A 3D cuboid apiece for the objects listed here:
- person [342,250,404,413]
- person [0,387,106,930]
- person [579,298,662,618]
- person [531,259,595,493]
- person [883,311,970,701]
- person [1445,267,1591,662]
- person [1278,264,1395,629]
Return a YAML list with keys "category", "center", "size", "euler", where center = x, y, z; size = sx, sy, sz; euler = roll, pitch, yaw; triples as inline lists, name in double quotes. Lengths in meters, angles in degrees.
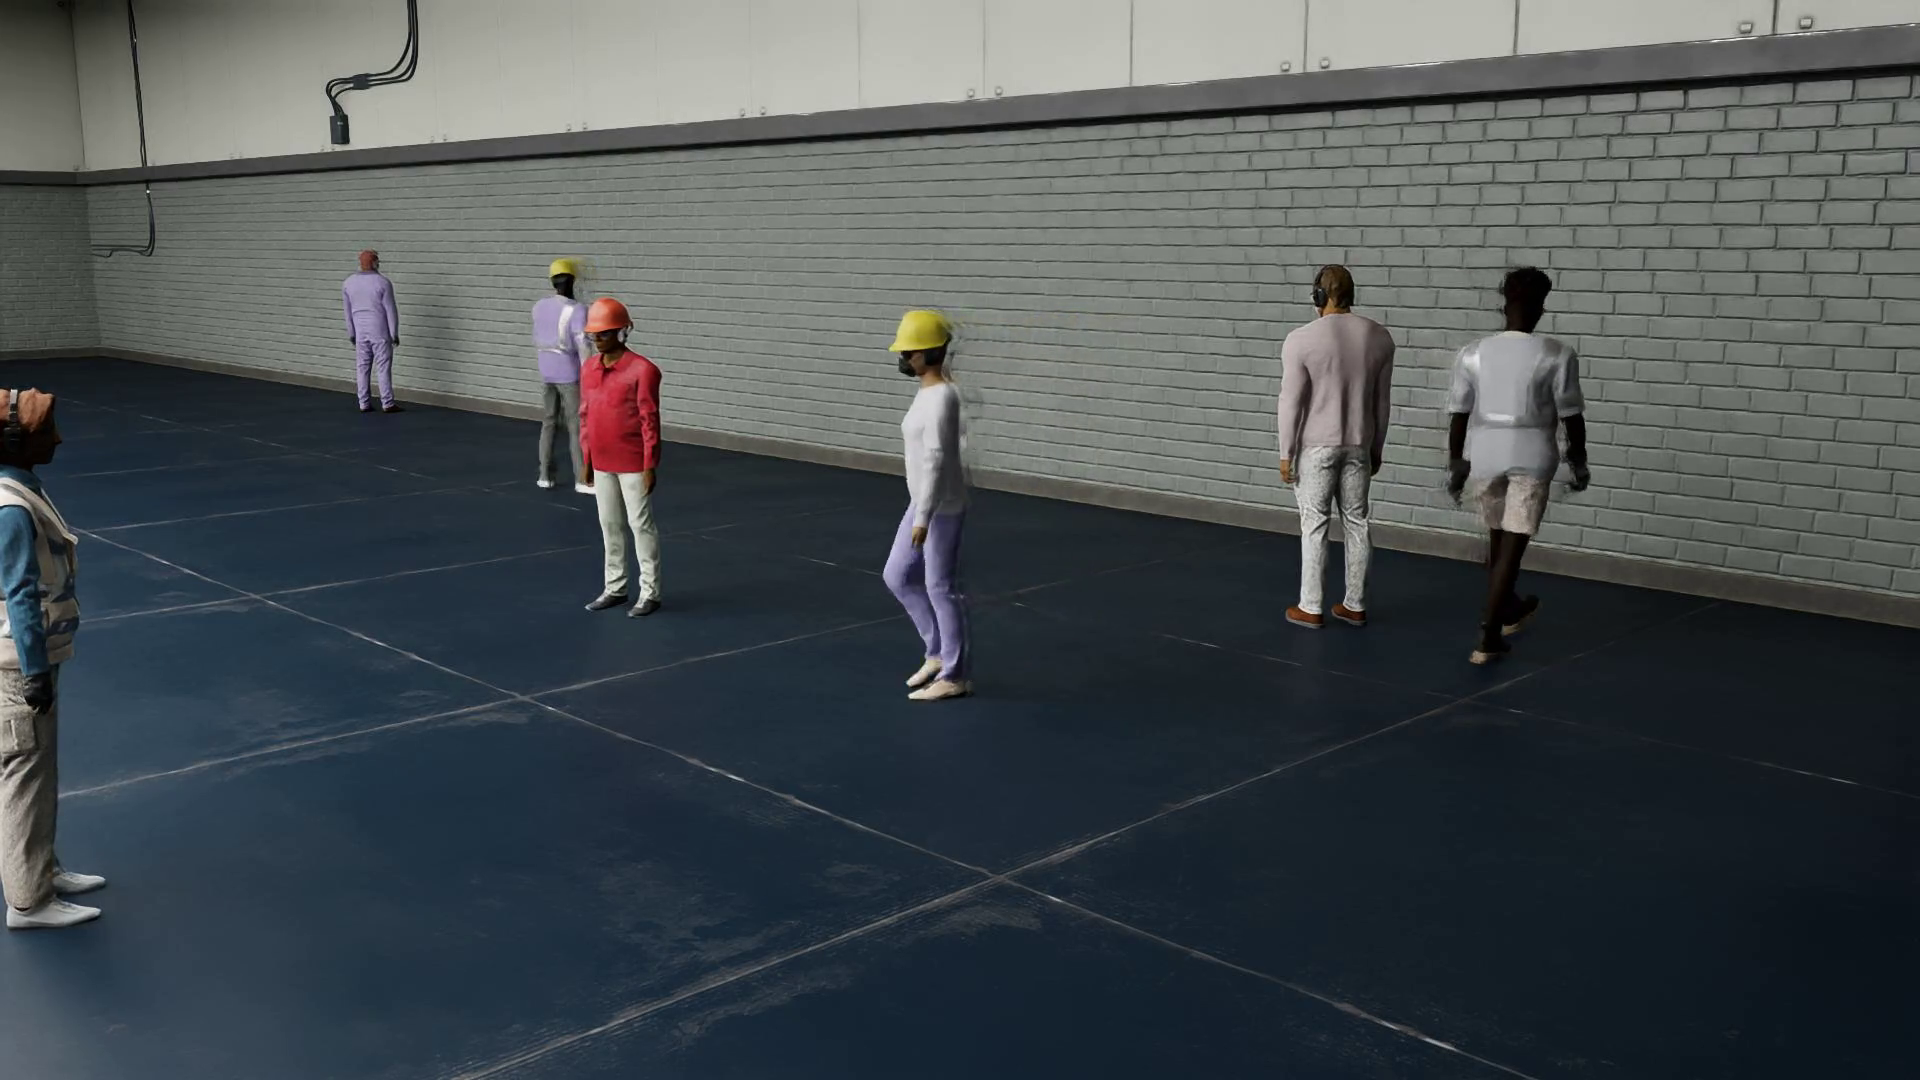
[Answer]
- category: "person"
  center: [-6.860, -2.435, 19.490]
  size: [0.651, 1.907, 0.409]
  euler: [2, 11, 12]
- category: "person"
  center: [-2.807, 0.357, 5.023]
  size: [0.316, 1.629, 0.509]
  euler: [-6, 12, -28]
- category: "person"
  center: [-1.876, -0.446, 9.095]
  size: [0.570, 1.744, 0.353]
  euler: [7, 12, 32]
- category: "person"
  center: [-3.175, -1.328, 13.552]
  size: [0.830, 1.885, 0.411]
  euler: [7, 12, 32]
- category: "person"
  center: [-0.134, -0.132, 7.360]
  size: [0.397, 1.751, 0.523]
  euler: [-2, 11, -13]
- category: "person"
  center: [2.825, -0.388, 8.321]
  size: [0.611, 1.906, 1.003]
  euler: [10, 14, 43]
- category: "person"
  center: [1.969, -0.482, 8.795]
  size: [0.630, 1.931, 0.372]
  euler: [-3, 11, -14]
